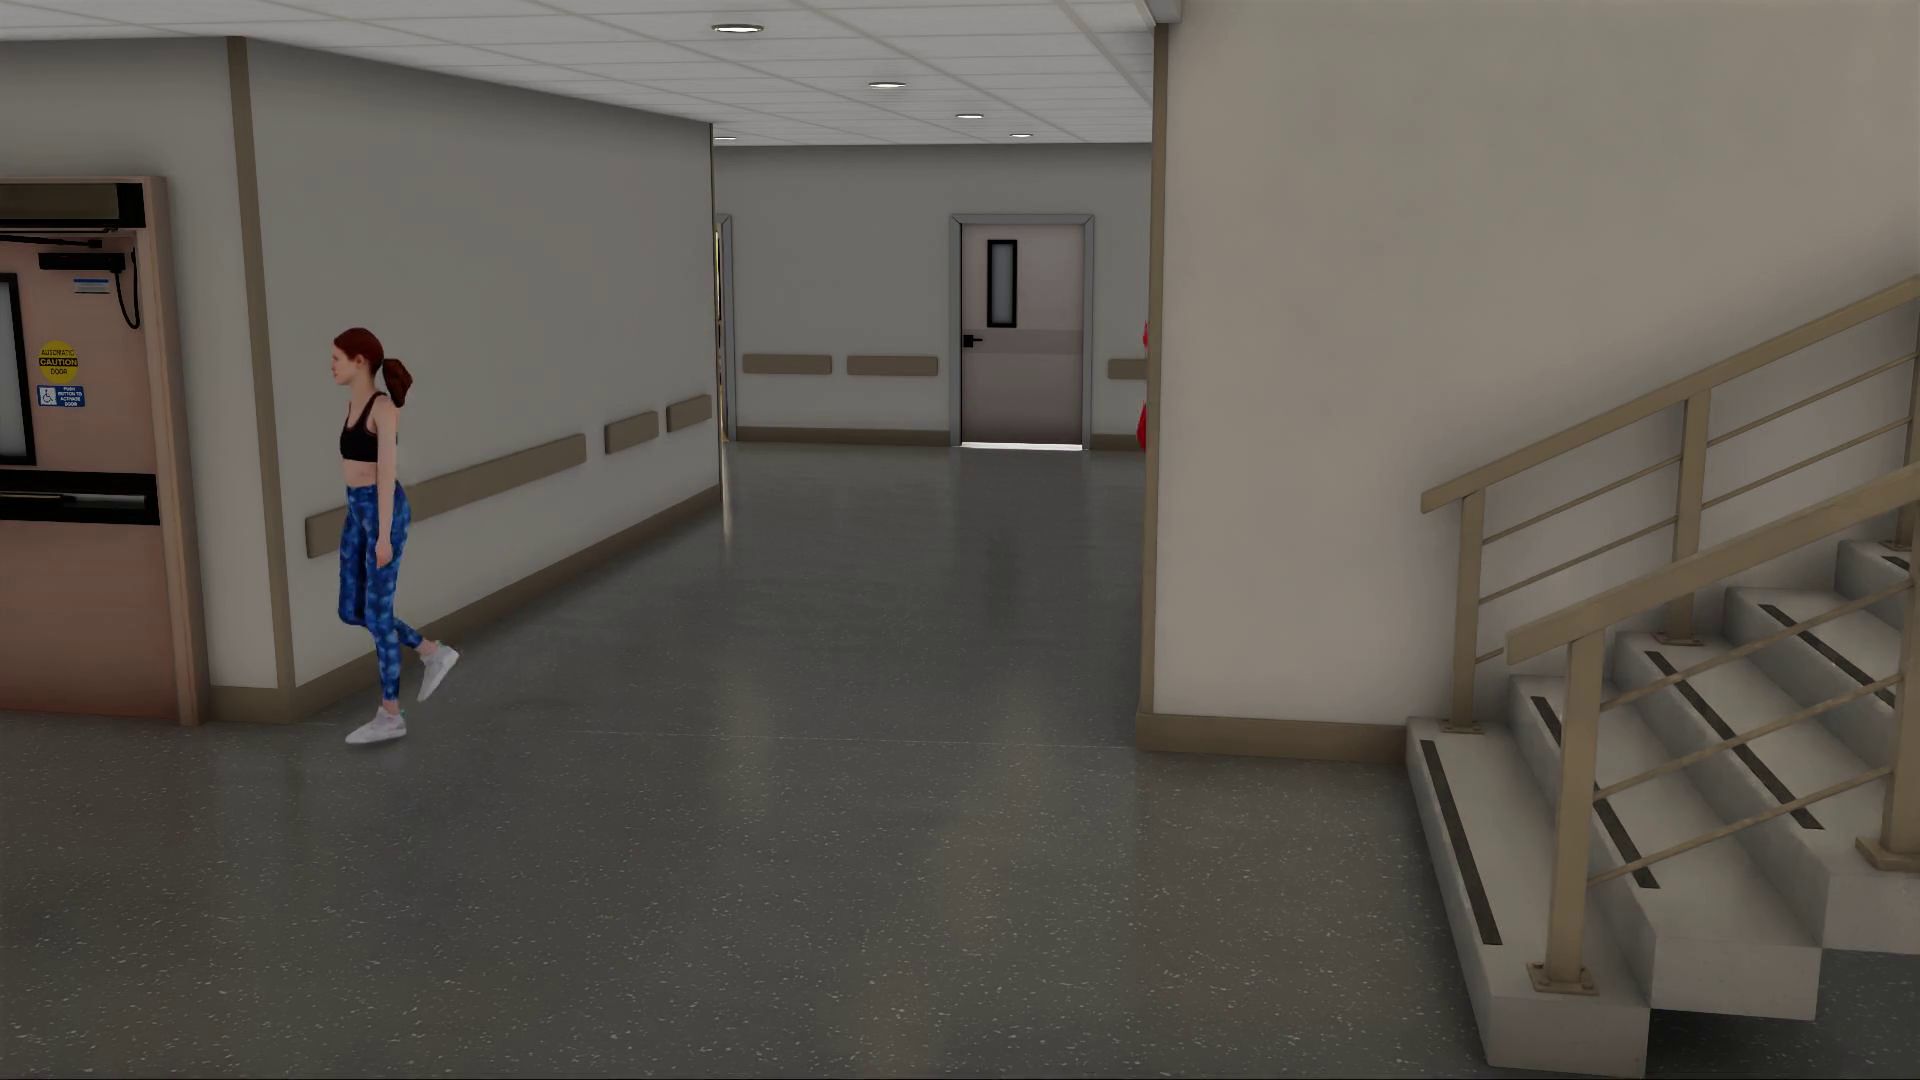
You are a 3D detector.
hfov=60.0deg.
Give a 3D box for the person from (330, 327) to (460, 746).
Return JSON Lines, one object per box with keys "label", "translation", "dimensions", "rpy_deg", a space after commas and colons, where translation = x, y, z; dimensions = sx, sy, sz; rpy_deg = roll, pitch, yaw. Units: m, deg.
{"label": "person", "translation": [-2.448, -0.021, 7.205], "dimensions": [0.884, 1.774, 0.901], "rpy_deg": [9, 14, 41]}
